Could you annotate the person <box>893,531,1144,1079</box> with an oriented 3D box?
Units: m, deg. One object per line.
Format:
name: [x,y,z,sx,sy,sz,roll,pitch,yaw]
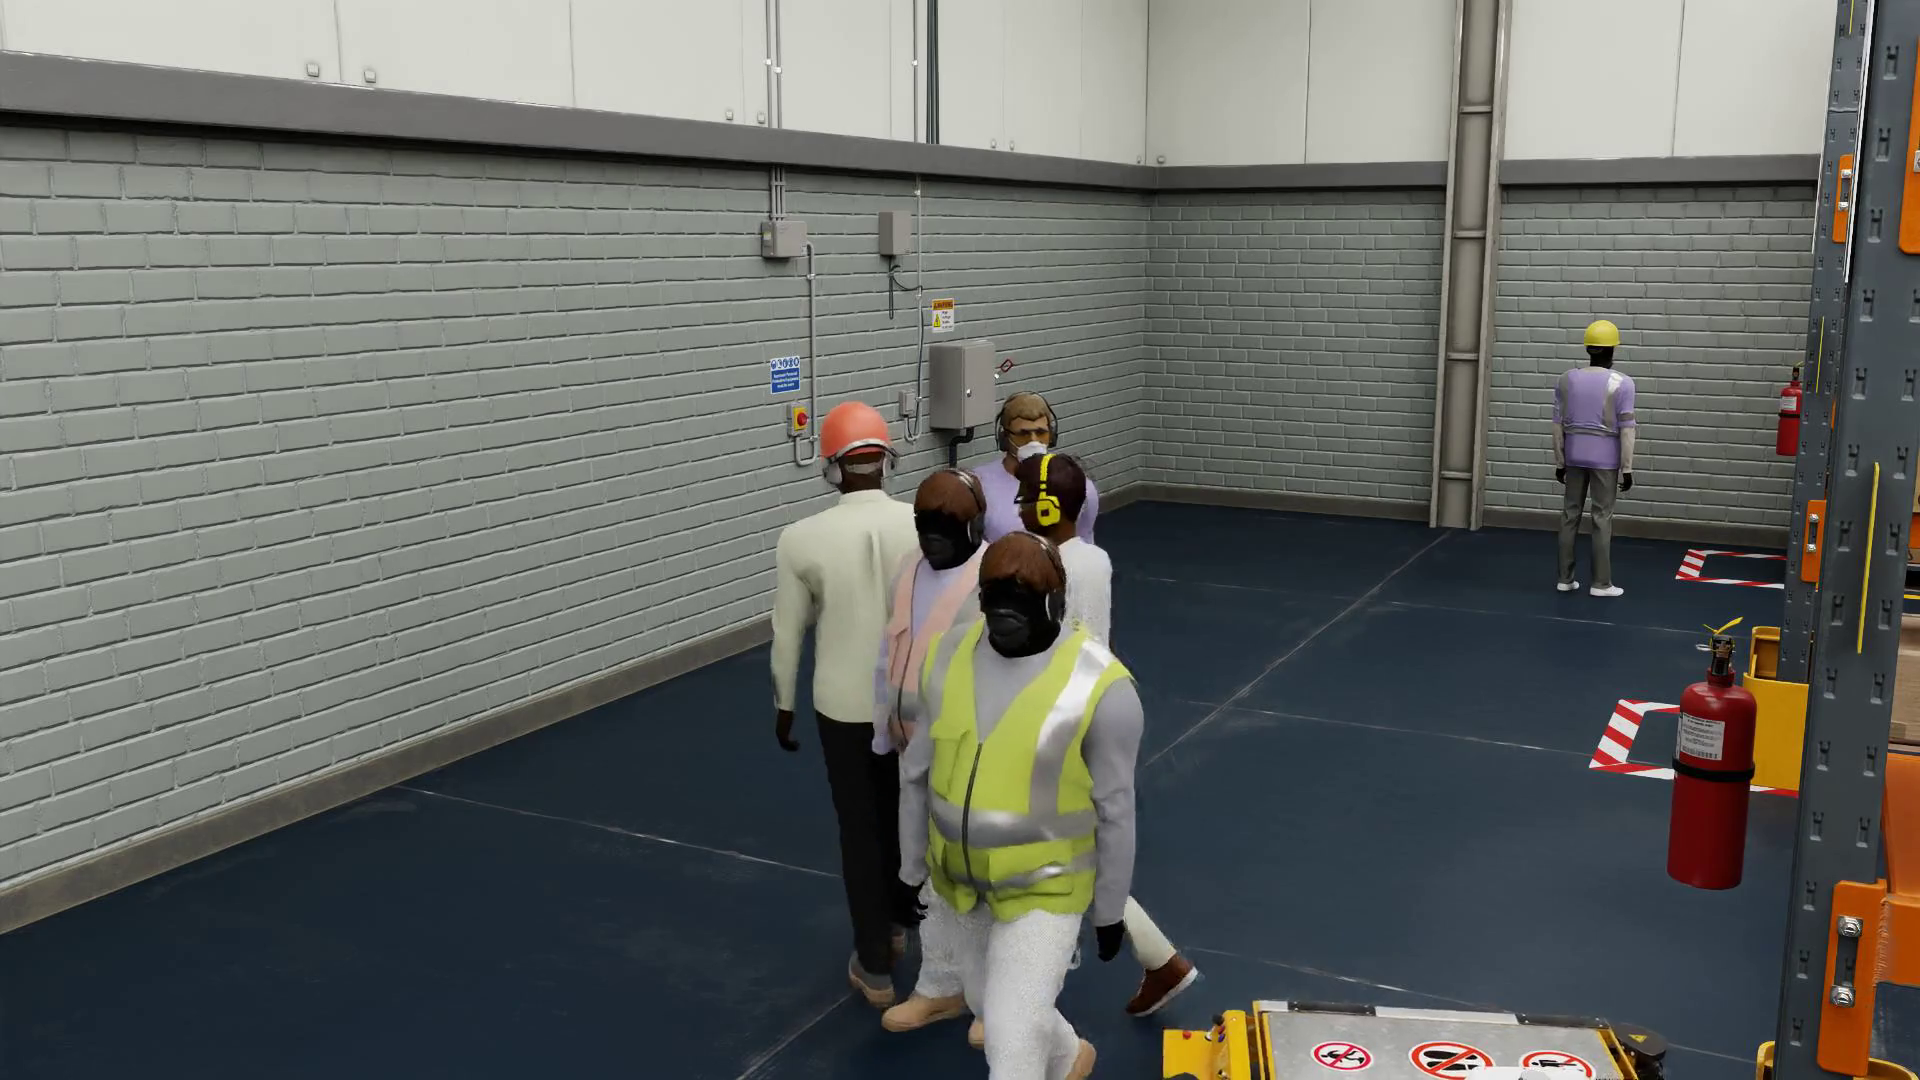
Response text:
person: [0.173,0.850,4.292,0.623,1.819,0.870,7,13,35]

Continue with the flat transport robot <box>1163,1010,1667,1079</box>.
flat transport robot: [1.288,1.544,4.652,1.431,0.197,0.652,1,10,7]

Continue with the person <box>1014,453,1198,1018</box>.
person: [0.383,0.632,5.385,0.850,1.836,0.531,5,11,24]

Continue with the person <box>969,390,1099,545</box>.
person: [0.238,0.391,6.390,0.635,1.937,0.352,-4,11,-20]

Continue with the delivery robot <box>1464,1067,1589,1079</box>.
delivery robot: [1.421,1.495,3.889,0.477,0.478,0.707,0,10,1]

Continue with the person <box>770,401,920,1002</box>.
person: [-0.342,0.507,5.663,0.631,1.962,0.791,-3,11,-17]

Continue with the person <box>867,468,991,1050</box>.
person: [-0.021,0.673,5.167,0.429,1.828,0.663,-8,13,-36]

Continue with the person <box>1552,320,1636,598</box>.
person: [4.417,-0.560,11.601,0.364,1.930,0.588,-9,14,-42]
